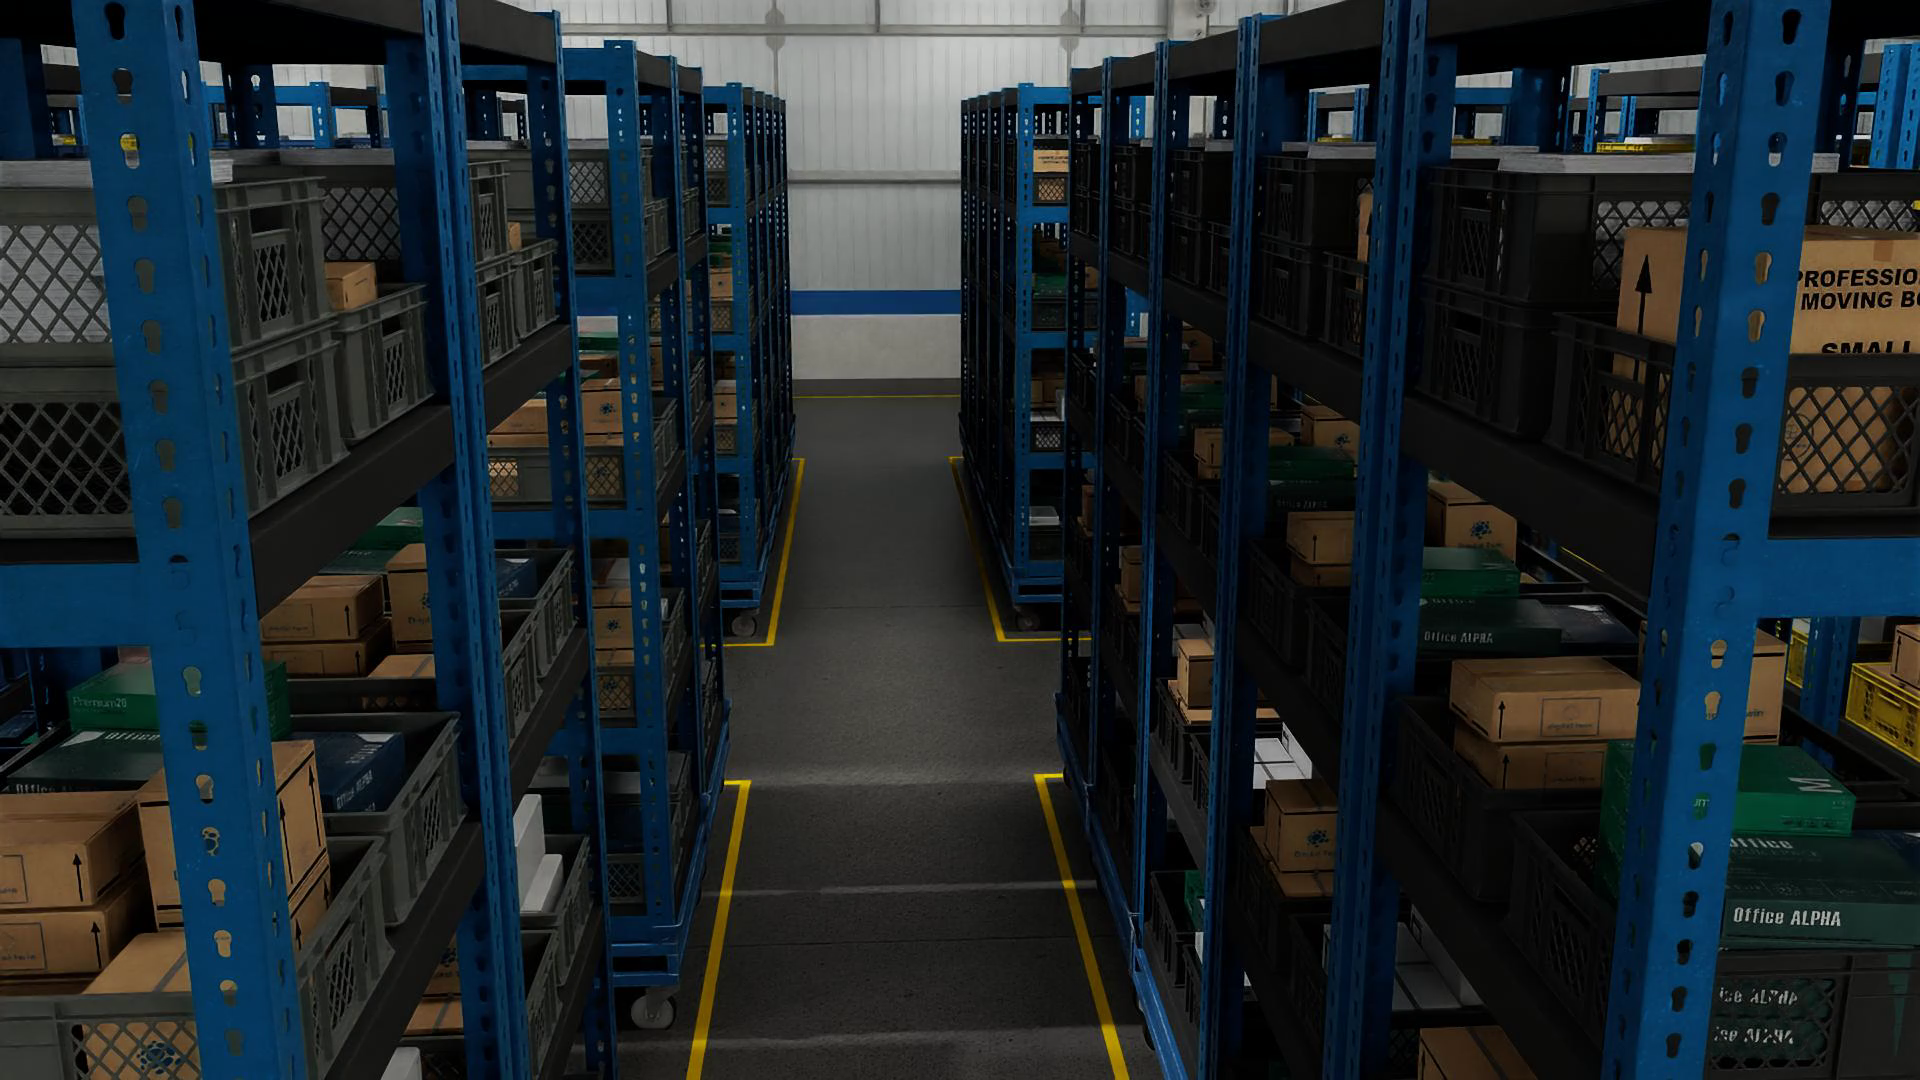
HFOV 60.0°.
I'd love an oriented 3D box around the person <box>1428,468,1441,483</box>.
[{"bbox_3d":[2.929,-0.147,10.668,0.937,1.791,0.595,-3,14,-11],"label":"person"}]
